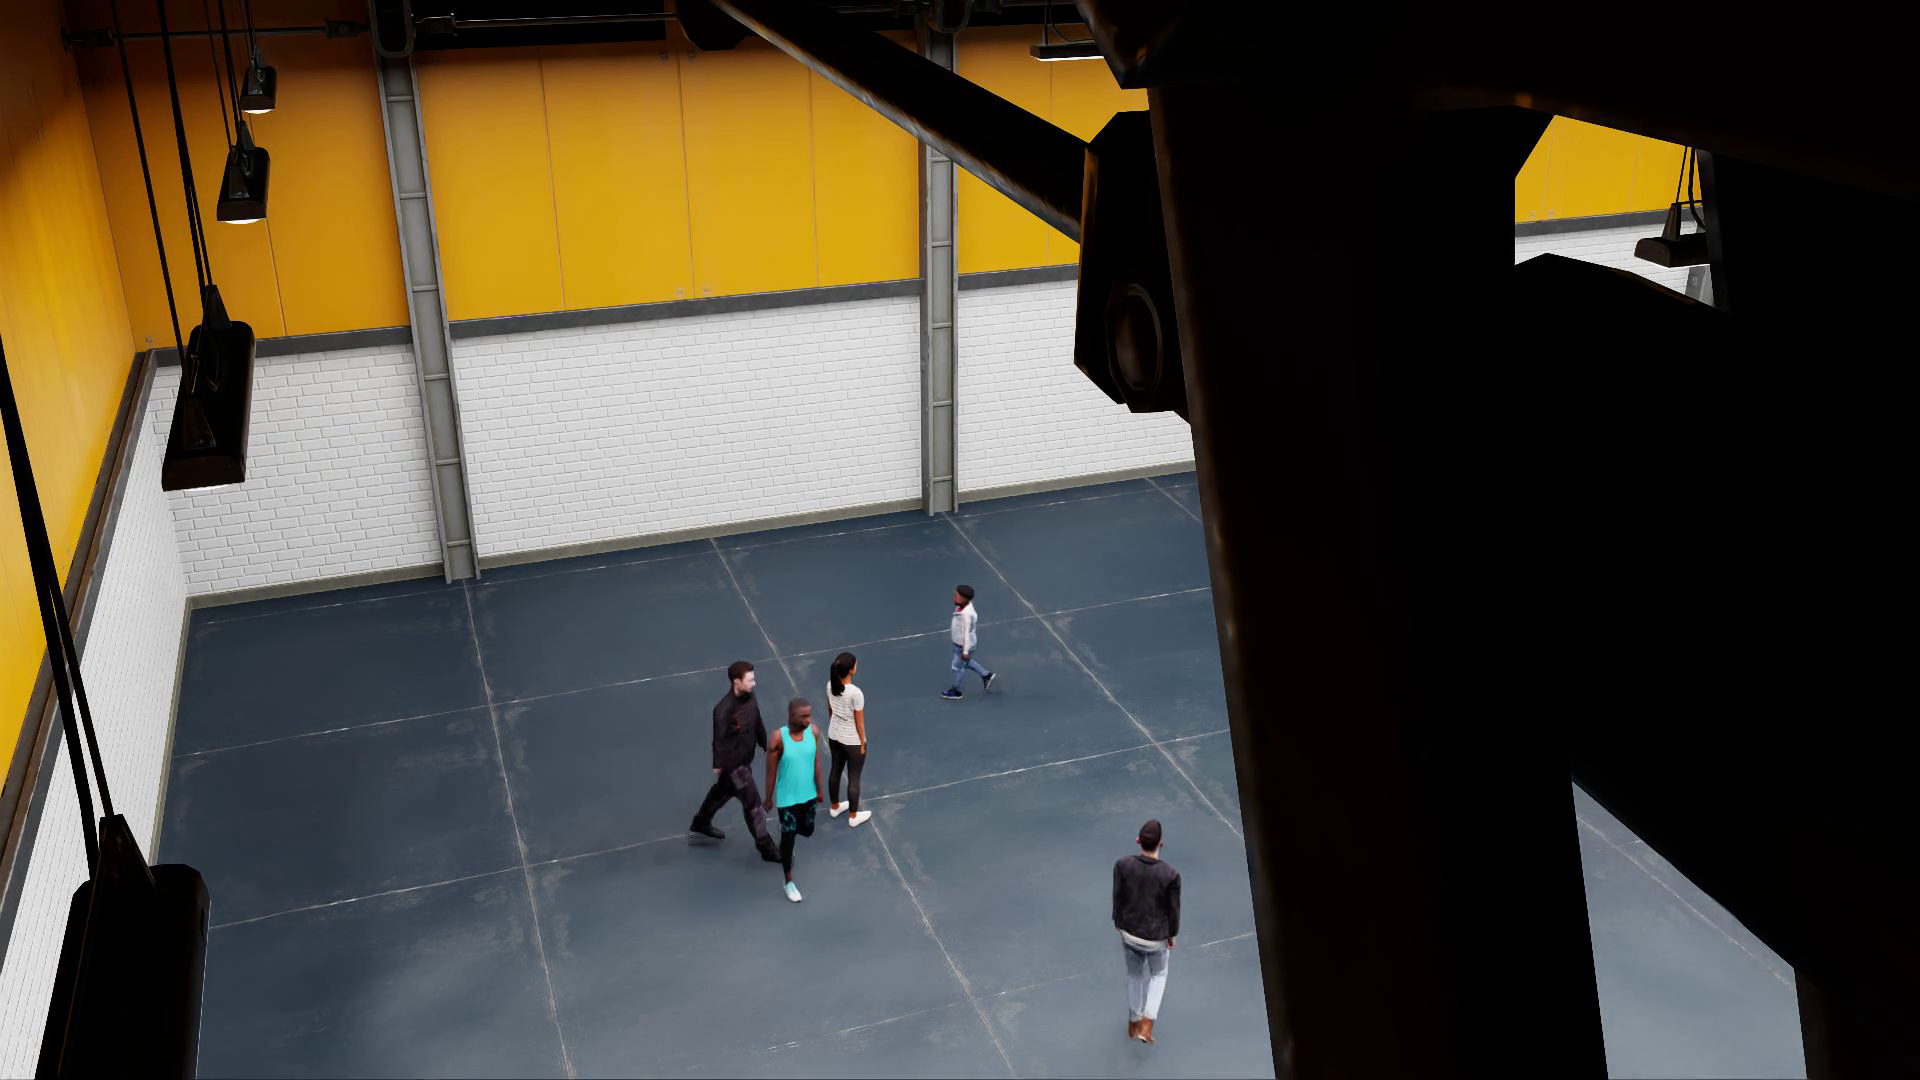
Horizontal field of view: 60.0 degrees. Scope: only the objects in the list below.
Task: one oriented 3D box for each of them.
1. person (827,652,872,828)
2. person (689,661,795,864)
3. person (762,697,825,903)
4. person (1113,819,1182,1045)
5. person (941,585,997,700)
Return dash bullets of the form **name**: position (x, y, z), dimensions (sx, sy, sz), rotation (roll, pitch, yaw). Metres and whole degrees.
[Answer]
- **person**: position (-1.005, 1.742, 14.653), dimensions (0.635, 1.642, 0.651), rotation (19, 30, 36)
- **person**: position (-1.964, 1.861, 14.102), dimensions (1.339, 1.866, 1.191), rotation (7, 25, 15)
- **person**: position (-1.377, 2.057, 13.752), dimensions (0.942, 1.785, 0.848), rotation (-11, 26, -24)
- **person**: position (1.305, 2.853, 11.883), dimensions (0.849, 1.825, 0.907), rotation (7, 25, 16)
- **person**: position (0.099, 1.025, 16.784), dimensions (0.837, 1.248, 0.635), rotation (-1, 24, -1)
